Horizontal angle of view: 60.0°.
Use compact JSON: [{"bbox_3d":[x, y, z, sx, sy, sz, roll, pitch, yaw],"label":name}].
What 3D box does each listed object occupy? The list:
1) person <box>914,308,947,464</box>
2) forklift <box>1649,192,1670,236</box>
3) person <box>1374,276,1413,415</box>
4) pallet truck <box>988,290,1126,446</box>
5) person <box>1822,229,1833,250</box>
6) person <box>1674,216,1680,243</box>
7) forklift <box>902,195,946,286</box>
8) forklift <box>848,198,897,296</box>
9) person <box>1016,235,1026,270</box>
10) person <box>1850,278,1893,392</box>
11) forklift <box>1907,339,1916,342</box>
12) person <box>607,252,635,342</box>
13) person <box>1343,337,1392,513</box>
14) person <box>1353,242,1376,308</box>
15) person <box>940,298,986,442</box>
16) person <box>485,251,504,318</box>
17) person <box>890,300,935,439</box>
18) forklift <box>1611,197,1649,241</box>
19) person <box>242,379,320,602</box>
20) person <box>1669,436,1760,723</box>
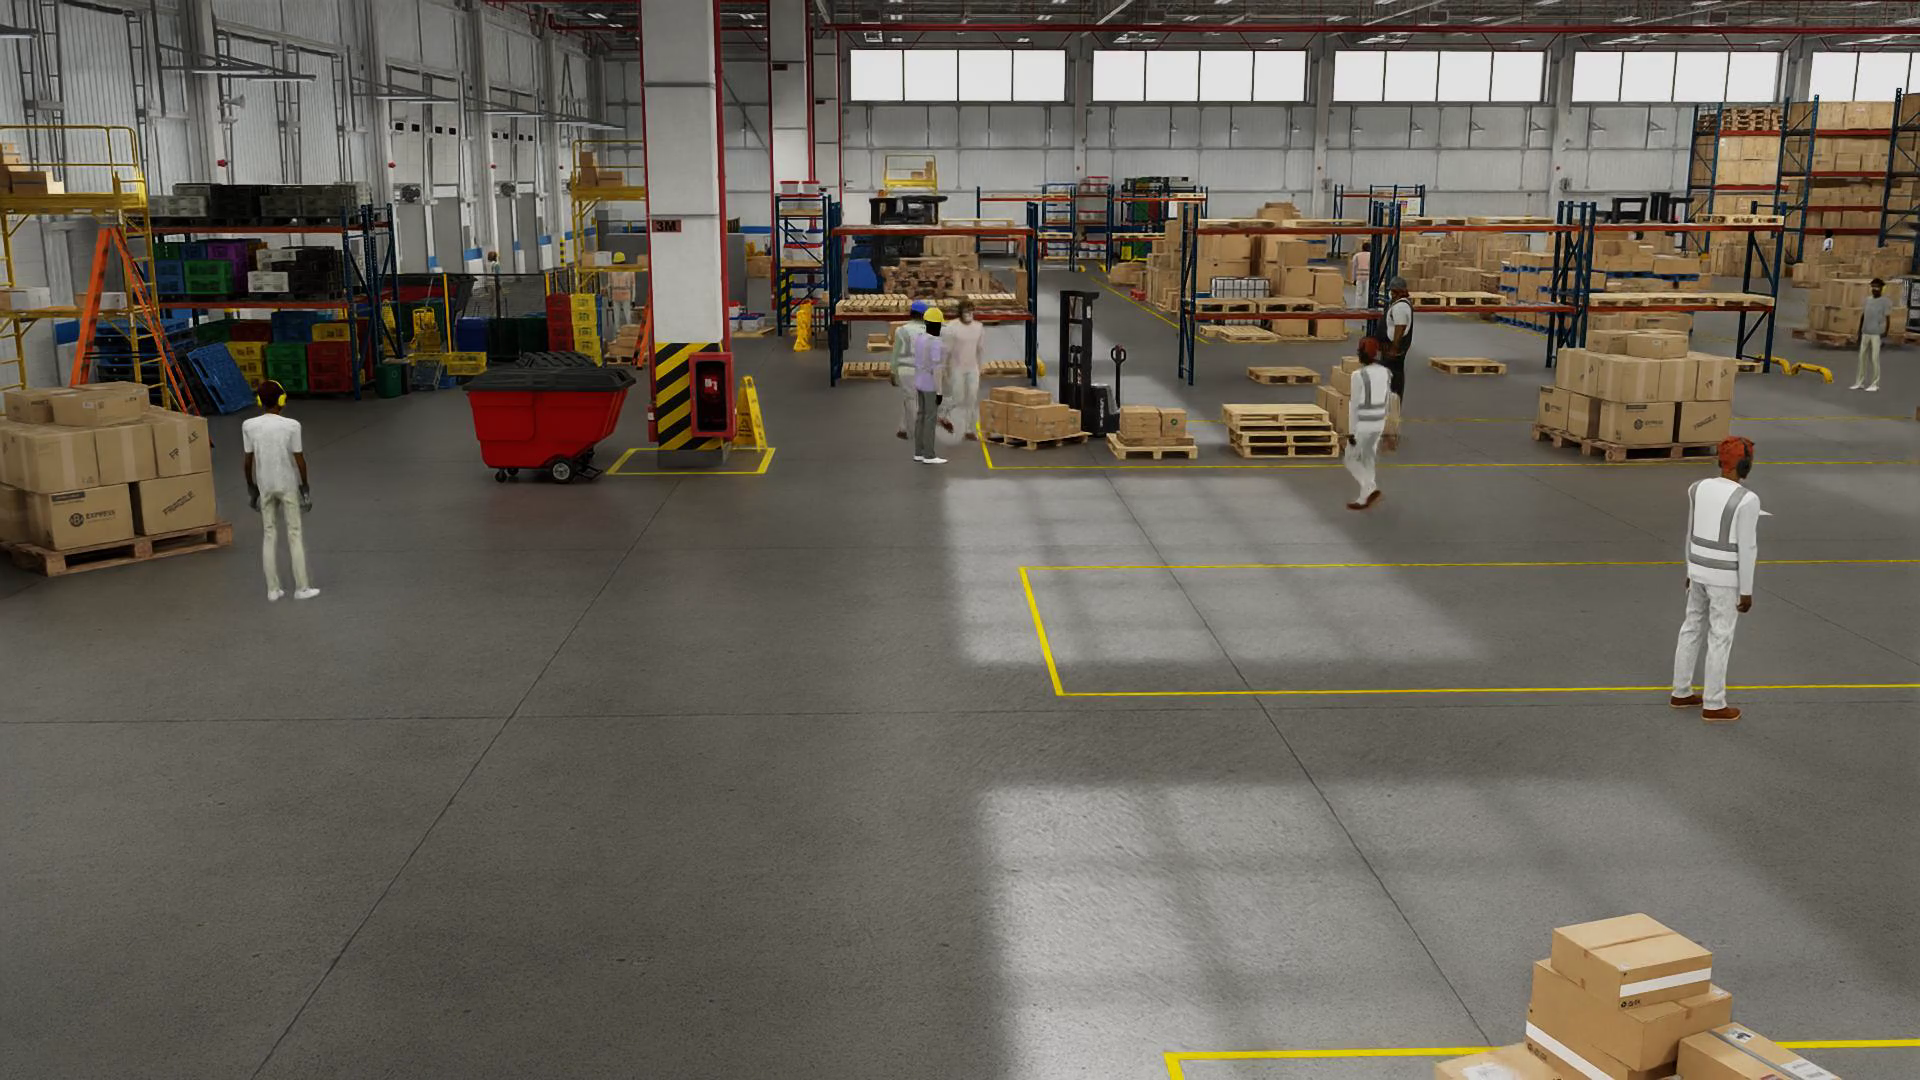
[{"bbox_3d":[-0.358,-1.892,20.458,0.391,1.922,0.585,-7,14,-28],"label":"person"},{"bbox_3d":[25.261,-11.204,60.308,1.873,2.768,1.129,0,12,-2],"label":"forklift"},{"bbox_3d":[6.416,-2.886,24.663,0.538,2.000,0.690,5,13,20],"label":"person"},{"bbox_3d":[1.257,-2.299,22.111,1.885,1.965,0.823,-9,15,-35],"label":"pallet truck"},{"bbox_3d":[28.387,-9.315,54.472,0.315,1.696,0.541,11,17,41],"label":"person"},{"bbox_3d":[26.635,-11.136,62.148,0.376,1.935,0.550,5,13,20],"label":"person"},{"bbox_3d":[-1.333,-9.311,51.759,1.129,2.768,1.873,-7,14,-29],"label":"forklift"},{"bbox_3d":[-2.159,-8.229,46.877,1.873,2.768,1.129,8,15,31],"label":"forklift"},{"bbox_3d":[2.228,-10.077,57.920,0.561,1.683,0.383,-2,13,-9],"label":"person"},{"bbox_3d":[14.935,-3.359,27.223,0.316,1.859,0.526,-7,14,-28],"label":"person"},{"bbox_3d":[20.590,-5.379,34.005,1.873,2.768,1.129,0,12,-2],"label":"forklift"},{"bbox_3d":[-7.037,-5.017,34.564,0.585,1.918,0.377,1,13,3],"label":"person"},{"bbox_3d":[4.275,-1.183,17.377,0.576,1.872,0.467,-8,15,-33],"label":"person"},{"bbox_3d":[10.057,-6.461,41.272,0.622,1.838,0.429,8,15,31],"label":"person"},{"bbox_3d":[0.007,-2.275,22.181,0.672,1.916,0.560,-8,15,-33],"label":"person"},{"bbox_3d":[-11.469,-6.268,40.868,0.517,1.633,0.313,10,16,39],"label":"person"},{"bbox_3d":[-0.591,-2.227,22.039,0.635,1.889,0.890,-7,14,-29],"label":"person"},{"bbox_3d":[19.123,-8.413,47.708,1.129,2.768,1.873,0,12,-2],"label":"forklift"},{"bbox_3d":[-5.678,-0.405,13.863,0.535,1.864,0.309,0,12,-2],"label":"person"},{"bbox_3d":[4.956,0.252,10.885,0.354,1.877,0.573,-4,13,-18],"label":"person"}]
